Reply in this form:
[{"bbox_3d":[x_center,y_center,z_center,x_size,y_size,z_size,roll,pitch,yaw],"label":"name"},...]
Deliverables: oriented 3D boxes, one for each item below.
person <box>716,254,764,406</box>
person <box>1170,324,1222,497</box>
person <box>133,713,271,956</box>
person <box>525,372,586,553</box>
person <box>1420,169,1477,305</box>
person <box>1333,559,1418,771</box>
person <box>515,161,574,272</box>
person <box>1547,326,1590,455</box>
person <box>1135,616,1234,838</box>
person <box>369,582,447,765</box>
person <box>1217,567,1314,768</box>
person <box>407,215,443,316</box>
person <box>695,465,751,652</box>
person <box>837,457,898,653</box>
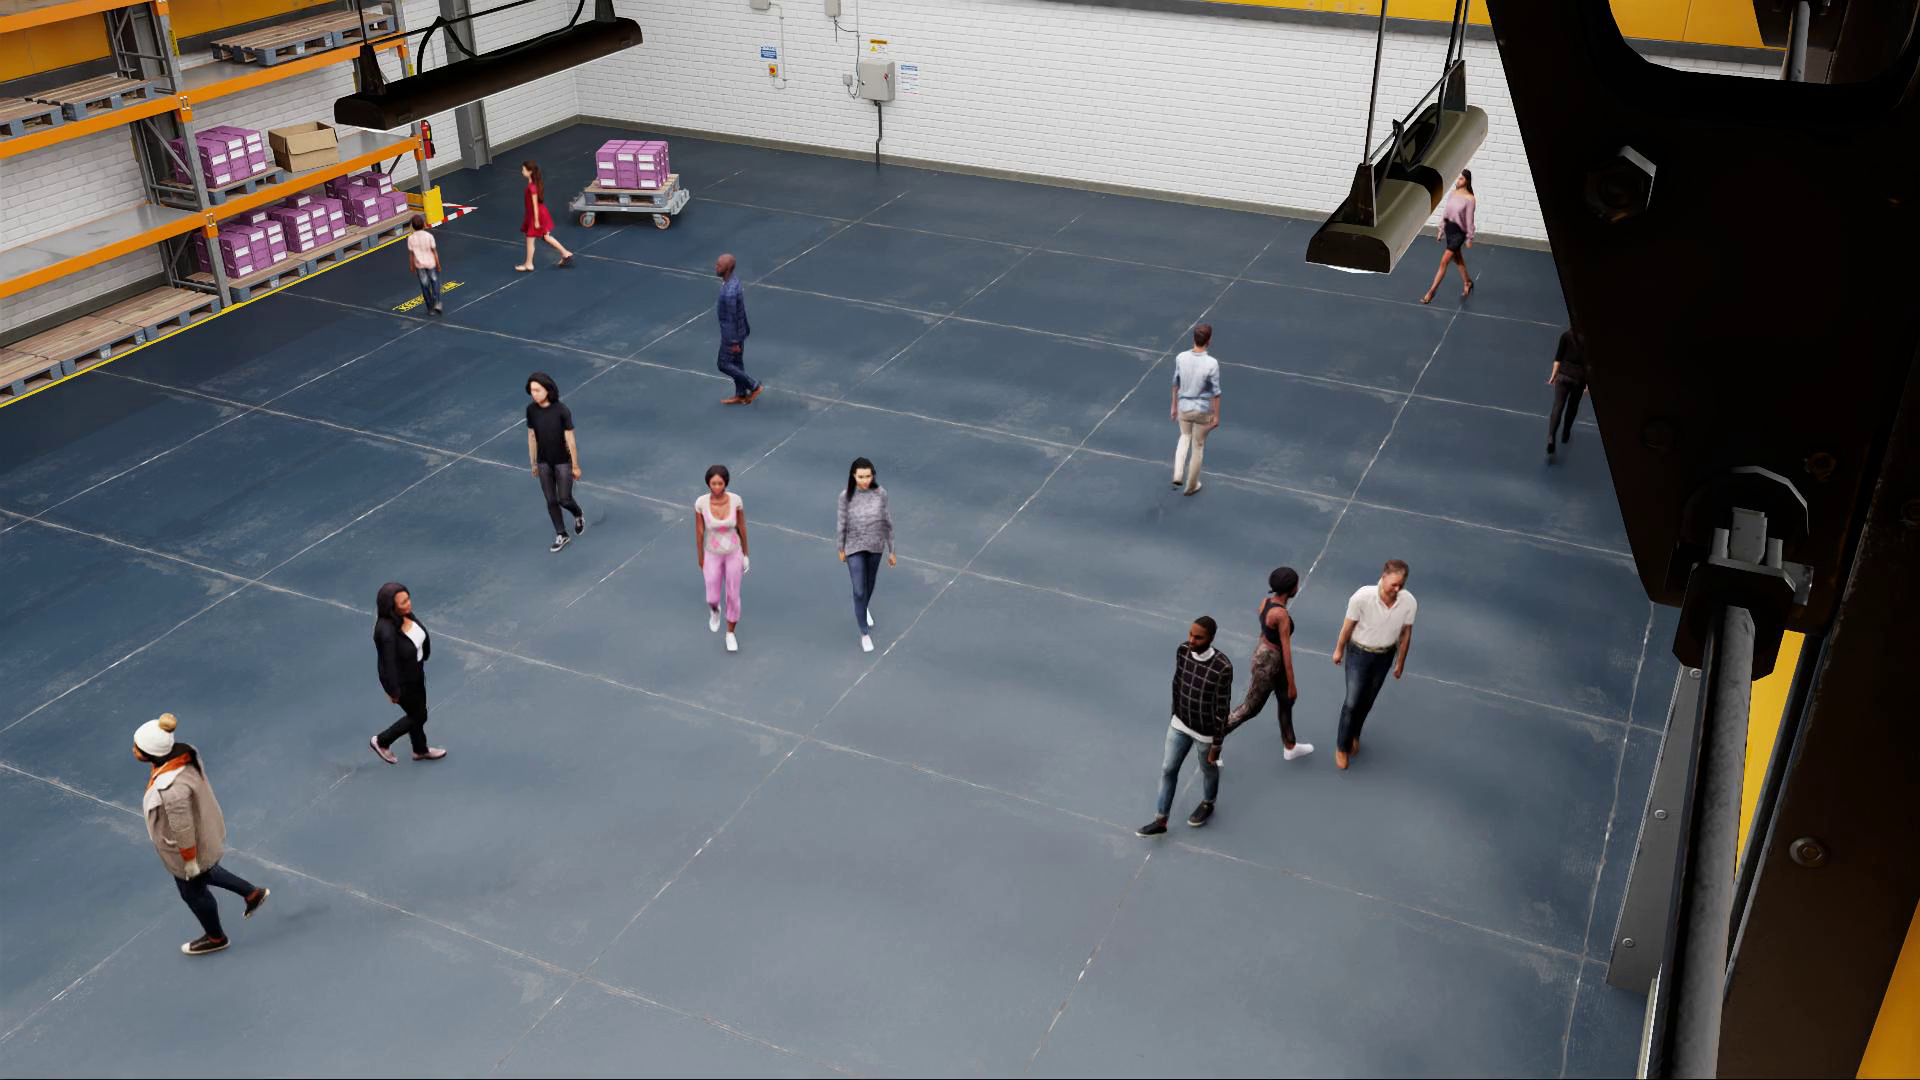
[{"bbox_3d":[-2.479,-2.361,18.768,0.878,1.808,0.816,-3,29,-5],"label":"person"},{"bbox_3d":[2.317,-1.271,16.742,0.695,1.835,0.711,17,33,28],"label":"person"},{"bbox_3d":[-4.947,1.895,10.896,1.001,1.874,0.946,-8,30,-14],"label":"person"},{"bbox_3d":[-3.825,-0.796,15.886,0.715,1.820,0.769,7,29,13],"label":"person"},{"bbox_3d":[6.535,-3.940,21.712,1.194,1.761,1.067,-14,32,-24],"label":"person"},{"bbox_3d":[3.168,0.851,12.873,0.853,1.815,0.906,3,29,6],"label":"person"},{"bbox_3d":[-5.756,-4.460,22.911,0.957,1.525,1.021,-3,29,-6],"label":"person"},{"bbox_3d":[6.505,-1.686,17.728,0.571,1.619,1.002,13,31,22],"label":"person"},{"bbox_3d":[1.790,1.305,12.061,0.882,1.796,1.089,23,36,36],"label":"person"},{"bbox_3d":[-4.341,1.044,12.740,0.893,1.603,0.861,-3,29,-5],"label":"person"},{"bbox_3d":[2.284,1.014,12.749,1.072,1.646,1.207,1,29,3],"label":"person"},{"bbox_3d":[-6.896,-3.533,21.449,0.673,1.298,0.733,-9,30,-16],"label":"person"},{"bbox_3d":[-2.038,0.111,14.316,0.786,1.732,0.859,-7,29,-12],"label":"person"},{"bbox_3d":[-0.839,0.032,14.494,1.043,1.700,1.139,-8,30,-15],"label":"person"}]
